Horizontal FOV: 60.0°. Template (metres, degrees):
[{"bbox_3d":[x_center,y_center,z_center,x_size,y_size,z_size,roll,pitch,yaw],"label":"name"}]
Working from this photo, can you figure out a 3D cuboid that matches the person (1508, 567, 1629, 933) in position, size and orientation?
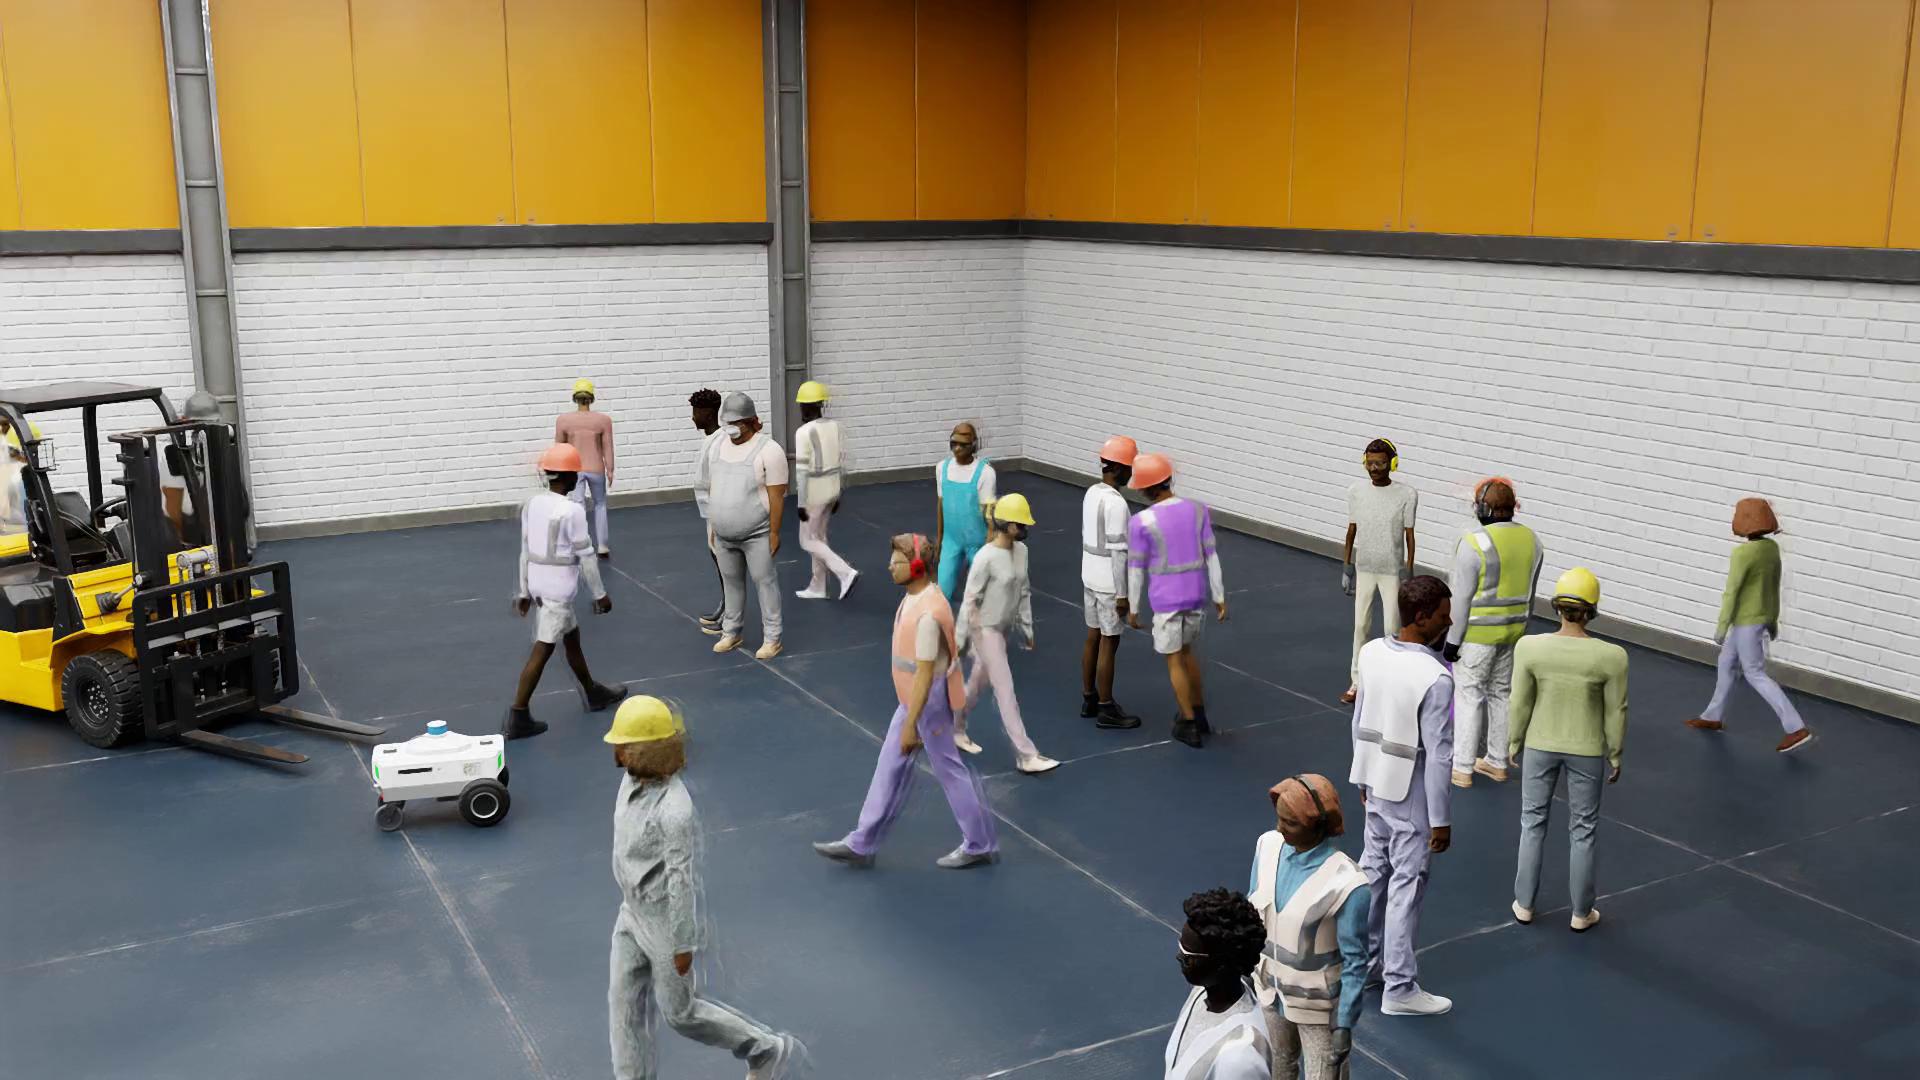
[{"bbox_3d":[2.887,0.997,7.938,0.533,1.766,0.311,5,13,24],"label":"person"}]

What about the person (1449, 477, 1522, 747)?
[{"bbox_3d":[3.307,0.456,10.542,0.415,1.731,0.580,1,12,4],"label":"person"}]

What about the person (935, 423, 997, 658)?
[{"bbox_3d":[-0.009,0.040,12.321,0.559,1.806,0.861,6,14,27],"label":"person"}]

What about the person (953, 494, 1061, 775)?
[{"bbox_3d":[0.241,0.557,10.152,0.942,1.711,0.544,8,14,32],"label":"person"}]

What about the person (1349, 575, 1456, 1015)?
[{"bbox_3d":[1.891,1.089,7.155,0.370,1.914,0.597,-4,13,-20],"label":"person"}]

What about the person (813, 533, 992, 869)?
[{"bbox_3d":[-0.266,0.852,8.536,0.955,1.790,0.588,-2,12,-11],"label":"person"}]

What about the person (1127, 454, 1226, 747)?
[{"bbox_3d":[1.348,0.375,10.579,0.628,1.875,0.535,-5,13,-24],"label":"person"}]

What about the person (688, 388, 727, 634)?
[{"bbox_3d":[-1.948,-0.238,13.290,0.391,1.956,0.608,-3,12,-15],"label":"person"}]

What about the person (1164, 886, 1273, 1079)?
[{"bbox_3d":[0.695,1.756,4.543,0.315,1.696,0.541,0,12,-2],"label":"person"}]

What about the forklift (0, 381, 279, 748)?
[{"bbox_3d":[-5.853,0.085,11.199,2.313,2.155,1.214,7,14,28],"label":"forklift"}]

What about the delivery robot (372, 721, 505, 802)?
[{"bbox_3d":[-2.926,1.259,9.344,0.707,0.478,0.477,-3,13,-15],"label":"delivery robot"}]

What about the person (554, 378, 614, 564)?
[{"bbox_3d":[-3.551,-0.651,15.730,0.543,1.743,0.703,-3,13,-16],"label":"person"}]

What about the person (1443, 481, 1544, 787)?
[{"bbox_3d":[3.130,0.556,9.862,0.638,1.830,0.429,-7,14,-28],"label":"person"}]

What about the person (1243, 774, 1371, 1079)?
[{"bbox_3d":[1.147,1.559,5.604,0.310,1.639,0.514,-8,15,-34],"label":"person"}]

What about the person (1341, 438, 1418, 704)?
[{"bbox_3d":[2.853,0.226,11.337,0.508,1.862,0.322,7,14,30],"label":"person"}]

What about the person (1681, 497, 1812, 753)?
[{"bbox_3d":[5.067,0.532,10.548,0.510,1.603,0.838,-11,16,-41],"label":"person"}]

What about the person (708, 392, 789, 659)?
[{"bbox_3d":[-1.640,-0.120,12.525,0.684,2.000,0.536,7,14,28],"label":"person"}]

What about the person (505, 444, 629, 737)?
[{"bbox_3d":[-2.633,0.315,10.893,1.007,1.881,0.546,-11,16,-43],"label":"person"}]

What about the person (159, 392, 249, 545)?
[{"bbox_3d":[-5.870,-0.186,12.833,0.886,2.000,0.685,2,12,10],"label":"person"}]

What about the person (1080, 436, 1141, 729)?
[{"bbox_3d":[0.998,0.274,10.946,0.388,1.926,0.546,-3,12,-15],"label":"person"}]

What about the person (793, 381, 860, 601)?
[{"bbox_3d":[-1.149,-0.392,14.108,0.613,1.907,0.589,6,13,27],"label":"person"}]

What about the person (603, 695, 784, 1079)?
[{"bbox_3d":[-1.066,1.391,6.208,0.741,1.721,0.491,-8,14,-33],"label":"person"}]
